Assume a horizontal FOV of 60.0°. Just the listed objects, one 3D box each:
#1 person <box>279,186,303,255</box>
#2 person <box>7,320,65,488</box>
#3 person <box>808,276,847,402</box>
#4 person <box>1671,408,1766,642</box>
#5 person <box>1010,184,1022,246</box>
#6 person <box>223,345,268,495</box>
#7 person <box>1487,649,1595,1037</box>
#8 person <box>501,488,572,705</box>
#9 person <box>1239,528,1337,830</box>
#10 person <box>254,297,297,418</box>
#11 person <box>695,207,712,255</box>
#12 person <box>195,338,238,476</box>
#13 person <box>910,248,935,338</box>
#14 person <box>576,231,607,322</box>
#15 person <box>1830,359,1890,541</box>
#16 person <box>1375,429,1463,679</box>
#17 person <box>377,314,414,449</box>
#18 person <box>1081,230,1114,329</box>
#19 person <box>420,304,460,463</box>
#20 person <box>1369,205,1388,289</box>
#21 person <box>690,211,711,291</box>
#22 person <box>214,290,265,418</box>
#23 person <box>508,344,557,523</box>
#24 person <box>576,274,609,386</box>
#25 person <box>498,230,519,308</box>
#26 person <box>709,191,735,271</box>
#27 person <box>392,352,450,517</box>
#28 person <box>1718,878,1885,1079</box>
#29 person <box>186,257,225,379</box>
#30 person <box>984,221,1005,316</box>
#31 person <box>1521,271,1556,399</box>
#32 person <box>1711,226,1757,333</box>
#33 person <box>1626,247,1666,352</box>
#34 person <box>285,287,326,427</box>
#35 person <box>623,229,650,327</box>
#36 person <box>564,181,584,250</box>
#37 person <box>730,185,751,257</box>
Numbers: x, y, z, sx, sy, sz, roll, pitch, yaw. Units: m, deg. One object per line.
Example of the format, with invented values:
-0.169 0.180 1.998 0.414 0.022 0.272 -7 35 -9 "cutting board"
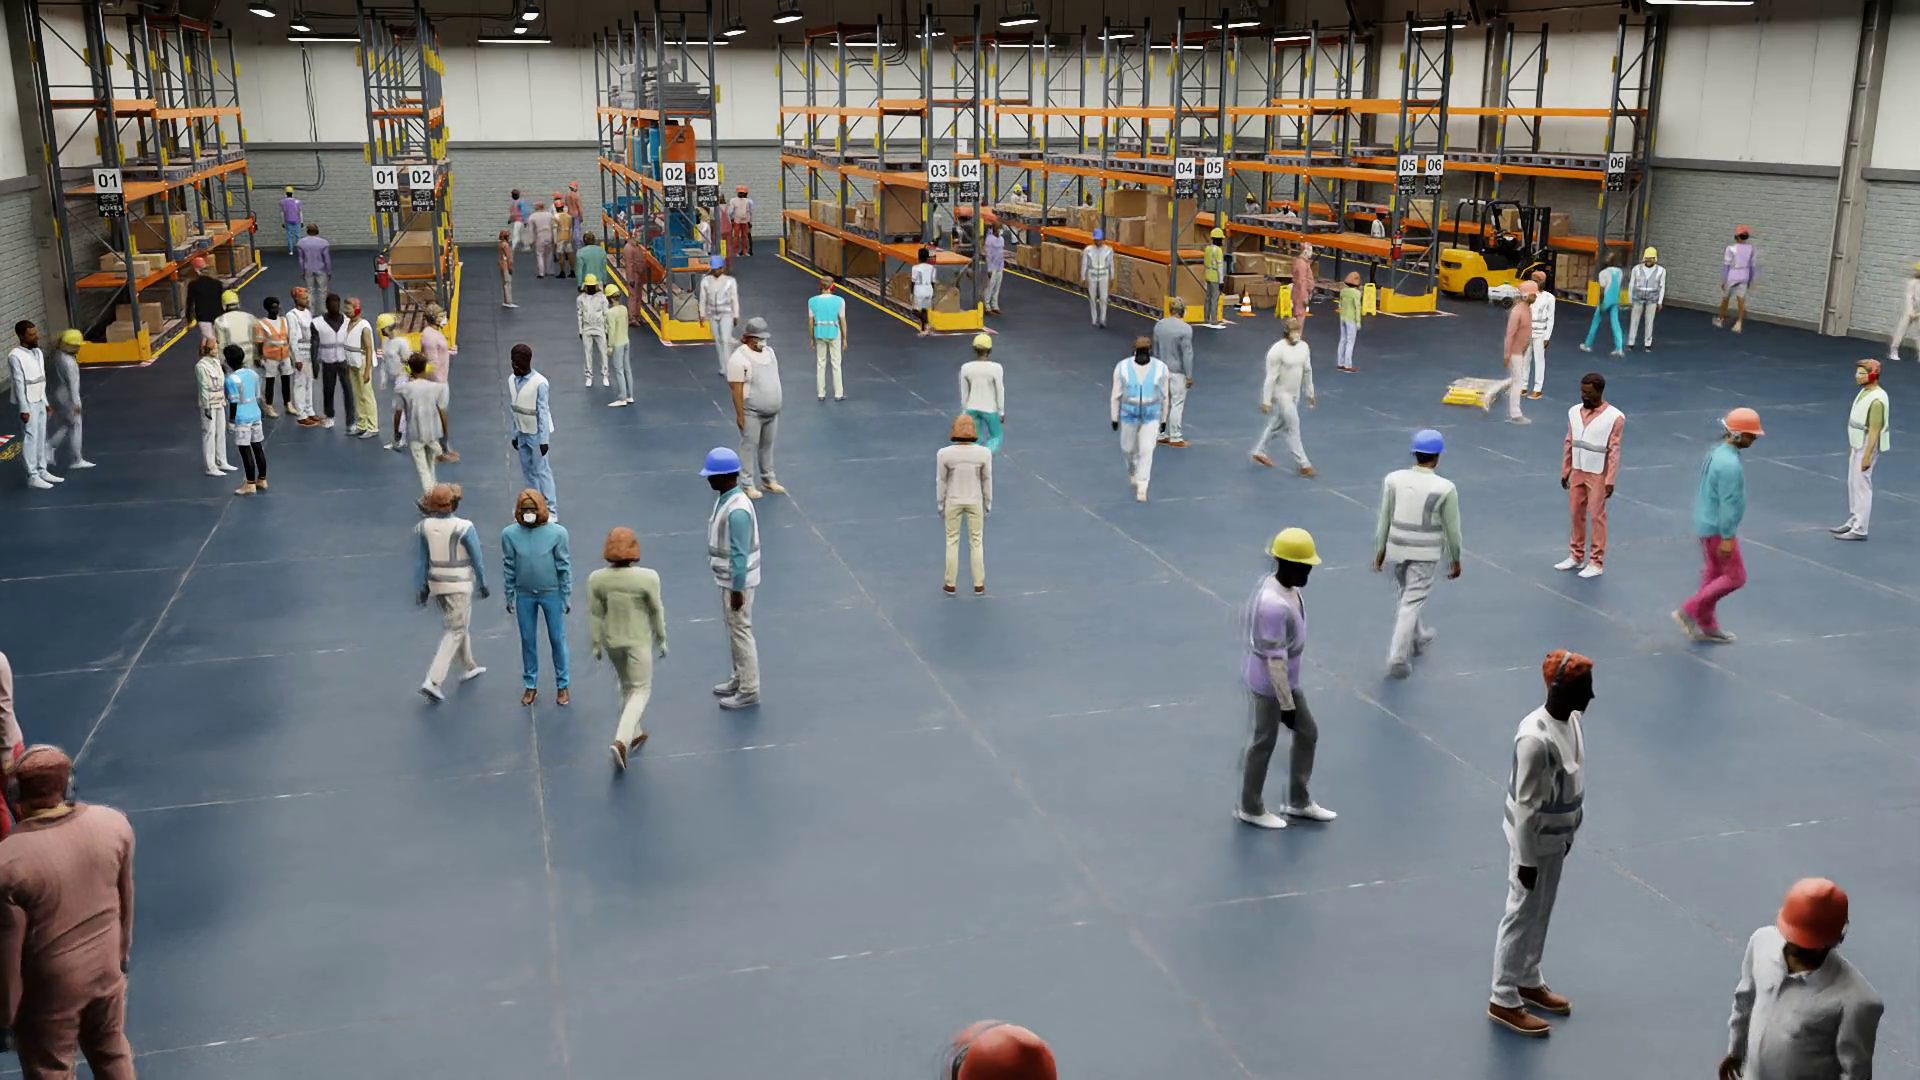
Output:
-18.995 -9.075 47.303 0.587 1.928 0.363 -5 16 -20 "person"
-10.626 -1.559 19.037 0.396 1.919 0.590 -1 15 -4 "person"
-1.937 -2.941 24.388 0.563 1.840 0.390 2 15 9 "person"
6.155 -0.099 13.438 0.485 1.972 0.672 4 15 16 "person"
1.712 -9.856 50.420 0.404 1.834 0.591 4 15 13 "person"
-8.043 -1.349 18.678 0.321 1.694 0.529 2 15 9 "person"
2.780 1.422 7.915 0.358 1.878 0.578 12 19 38 "person"
-3.085 0.413 12.177 0.500 1.627 0.278 0 15 0 "person"
2.019 0.858 9.957 0.715 1.903 0.628 6 16 21 "person"
-9.542 -2.549 23.199 0.319 1.690 0.531 12 19 37 "person"
-6.947 -8.397 44.982 0.700 1.821 0.643 12 19 38 "person"
-8.831 -1.578 19.670 0.312 1.633 0.517 0 15 1 "person"
-0.664 -4.552 30.751 0.550 1.682 0.499 -13 20 -41 "person"
-6.945 -4.855 31.413 0.628 1.933 0.367 -13 19 -39 "person"
9.111 -0.903 16.725 0.387 1.838 0.573 4 16 16 "person"
3.596 0.080 12.906 0.977 1.894 0.649 -14 20 -42 "person"
-7.124 -2.070 21.363 0.529 1.710 0.790 14 20 43 "person"
2.658 -5.056 32.244 0.637 1.888 0.998 2 15 6 "person"
-6.375 -1.914 20.332 0.359 1.938 0.635 -4 15 -14 "person"
9.776 -6.847 38.896 0.361 1.939 0.543 5 16 18 "person"
-6.057 -6.663 38.393 0.635 1.842 0.429 -1 15 -2 "person"
-9.935 -2.538 22.952 0.595 1.809 0.736 -14 20 -43 "person"
-4.459 -1.102 17.346 0.586 1.910 0.396 12 19 38 "person"
-5.664 -3.242 25.723 0.484 1.736 0.322 -2 15 -8 "person"
-9.665 -5.775 35.441 0.307 1.638 0.512 -9 18 -32 "person"
-6.172 -7.954 42.866 0.683 2.000 0.537 -10 18 -33 "person"
-5.629 -1.047 17.323 0.501 1.813 0.988 -12 19 -37 "person"
3.022 1.988 6.051 0.448 1.730 0.609 -5 16 -17 "person"
-11.918 -3.508 26.371 0.984 1.942 0.637 8 17 26 "person"
0.714 -5.558 34.071 0.383 1.931 0.630 9 18 31 "person"
8.510 -3.039 24.676 0.351 1.882 0.581 -10 18 -33 "person"
14.837 -5.001 31.833 0.641 1.991 1.018 0 15 1 "person"
12.036 -4.217 29.202 0.588 1.834 0.403 6 16 22 "person"
-8.924 -2.495 22.628 0.359 1.883 0.573 1 15 2 "person"
-6.322 -5.124 32.503 0.403 1.900 0.639 2 15 7 "person"
-11.321 -9.528 48.879 0.623 1.992 0.396 8 17 28 "person"
-6.151 -8.939 46.660 0.624 1.992 0.390 -11 18 -35 "person"
